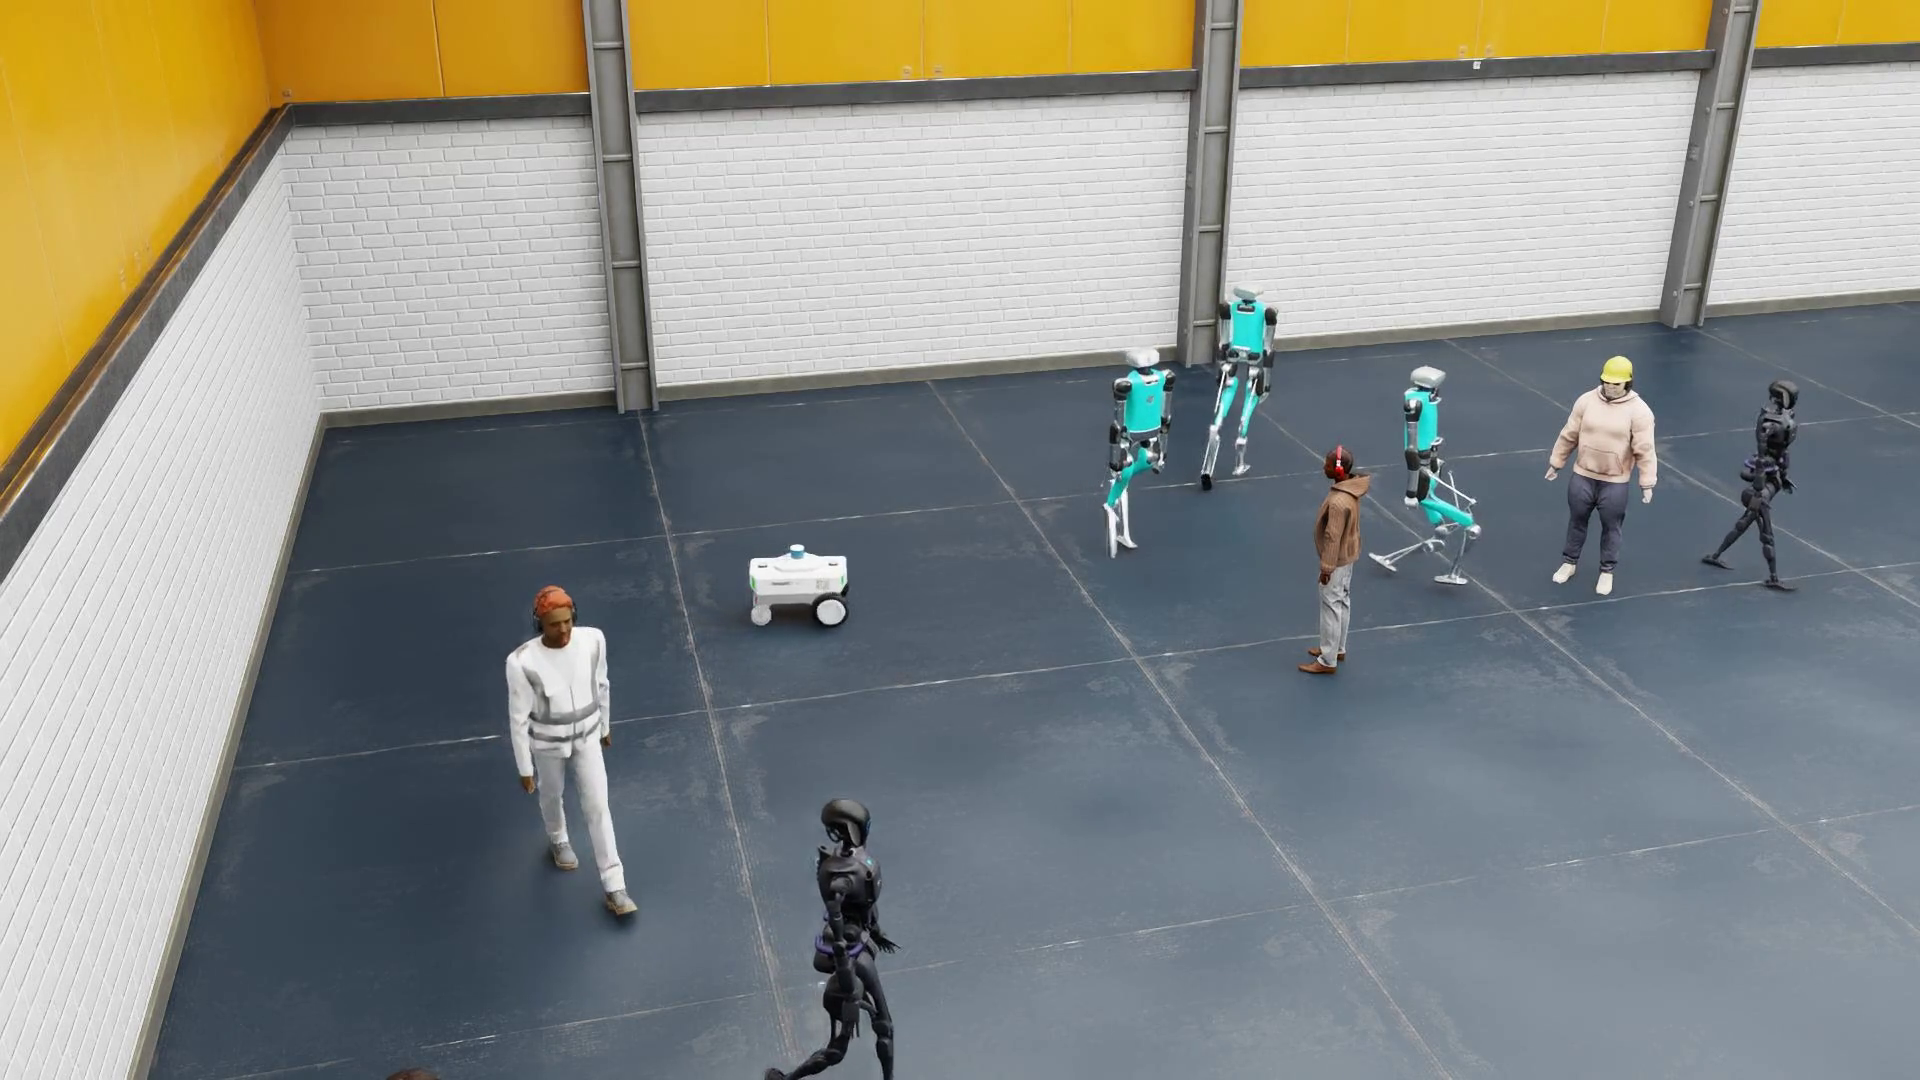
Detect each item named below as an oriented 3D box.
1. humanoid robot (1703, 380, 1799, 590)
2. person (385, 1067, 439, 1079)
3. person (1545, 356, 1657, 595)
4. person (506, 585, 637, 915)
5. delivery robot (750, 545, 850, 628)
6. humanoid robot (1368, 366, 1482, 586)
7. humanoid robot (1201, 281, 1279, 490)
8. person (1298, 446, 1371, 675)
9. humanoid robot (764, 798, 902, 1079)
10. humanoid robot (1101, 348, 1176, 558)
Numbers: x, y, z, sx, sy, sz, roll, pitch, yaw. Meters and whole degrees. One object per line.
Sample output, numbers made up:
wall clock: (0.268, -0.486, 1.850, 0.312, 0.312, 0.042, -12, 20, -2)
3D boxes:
humanoid robot: (6.187, -0.451, 12.695, 0.767, 1.626, 0.600, 22, 32, 40)
person: (-1.785, 2.539, 5.736, 0.469, 1.768, 0.378, 21, 32, 40)
person: (4.852, -0.508, 12.548, 0.795, 1.858, 0.442, 18, 29, 34)
person: (-2.105, 1.103, 8.924, 0.590, 1.825, 0.999, -15, 28, -30)
delivery robot: (-1.171, 0.329, 12.266, 0.798, 0.601, 0.499, -2, 24, -4)
humanoid robot: (3.626, -0.417, 12.502, 1.018, 1.742, 0.546, 13, 27, 28)
humanoid robot: (2.357, -1.291, 14.512, 0.546, 1.793, 0.912, 13, 27, 28)
person: (2.564, 0.140, 11.334, 0.327, 1.648, 0.462, 10, 26, 22)
humanoid robot: (-0.532, 1.857, 7.429, 0.680, 1.638, 0.599, 4, 24, 8)
humanoid robot: (1.298, -0.680, 13.154, 0.539, 1.841, 0.747, -12, 26, -25)
